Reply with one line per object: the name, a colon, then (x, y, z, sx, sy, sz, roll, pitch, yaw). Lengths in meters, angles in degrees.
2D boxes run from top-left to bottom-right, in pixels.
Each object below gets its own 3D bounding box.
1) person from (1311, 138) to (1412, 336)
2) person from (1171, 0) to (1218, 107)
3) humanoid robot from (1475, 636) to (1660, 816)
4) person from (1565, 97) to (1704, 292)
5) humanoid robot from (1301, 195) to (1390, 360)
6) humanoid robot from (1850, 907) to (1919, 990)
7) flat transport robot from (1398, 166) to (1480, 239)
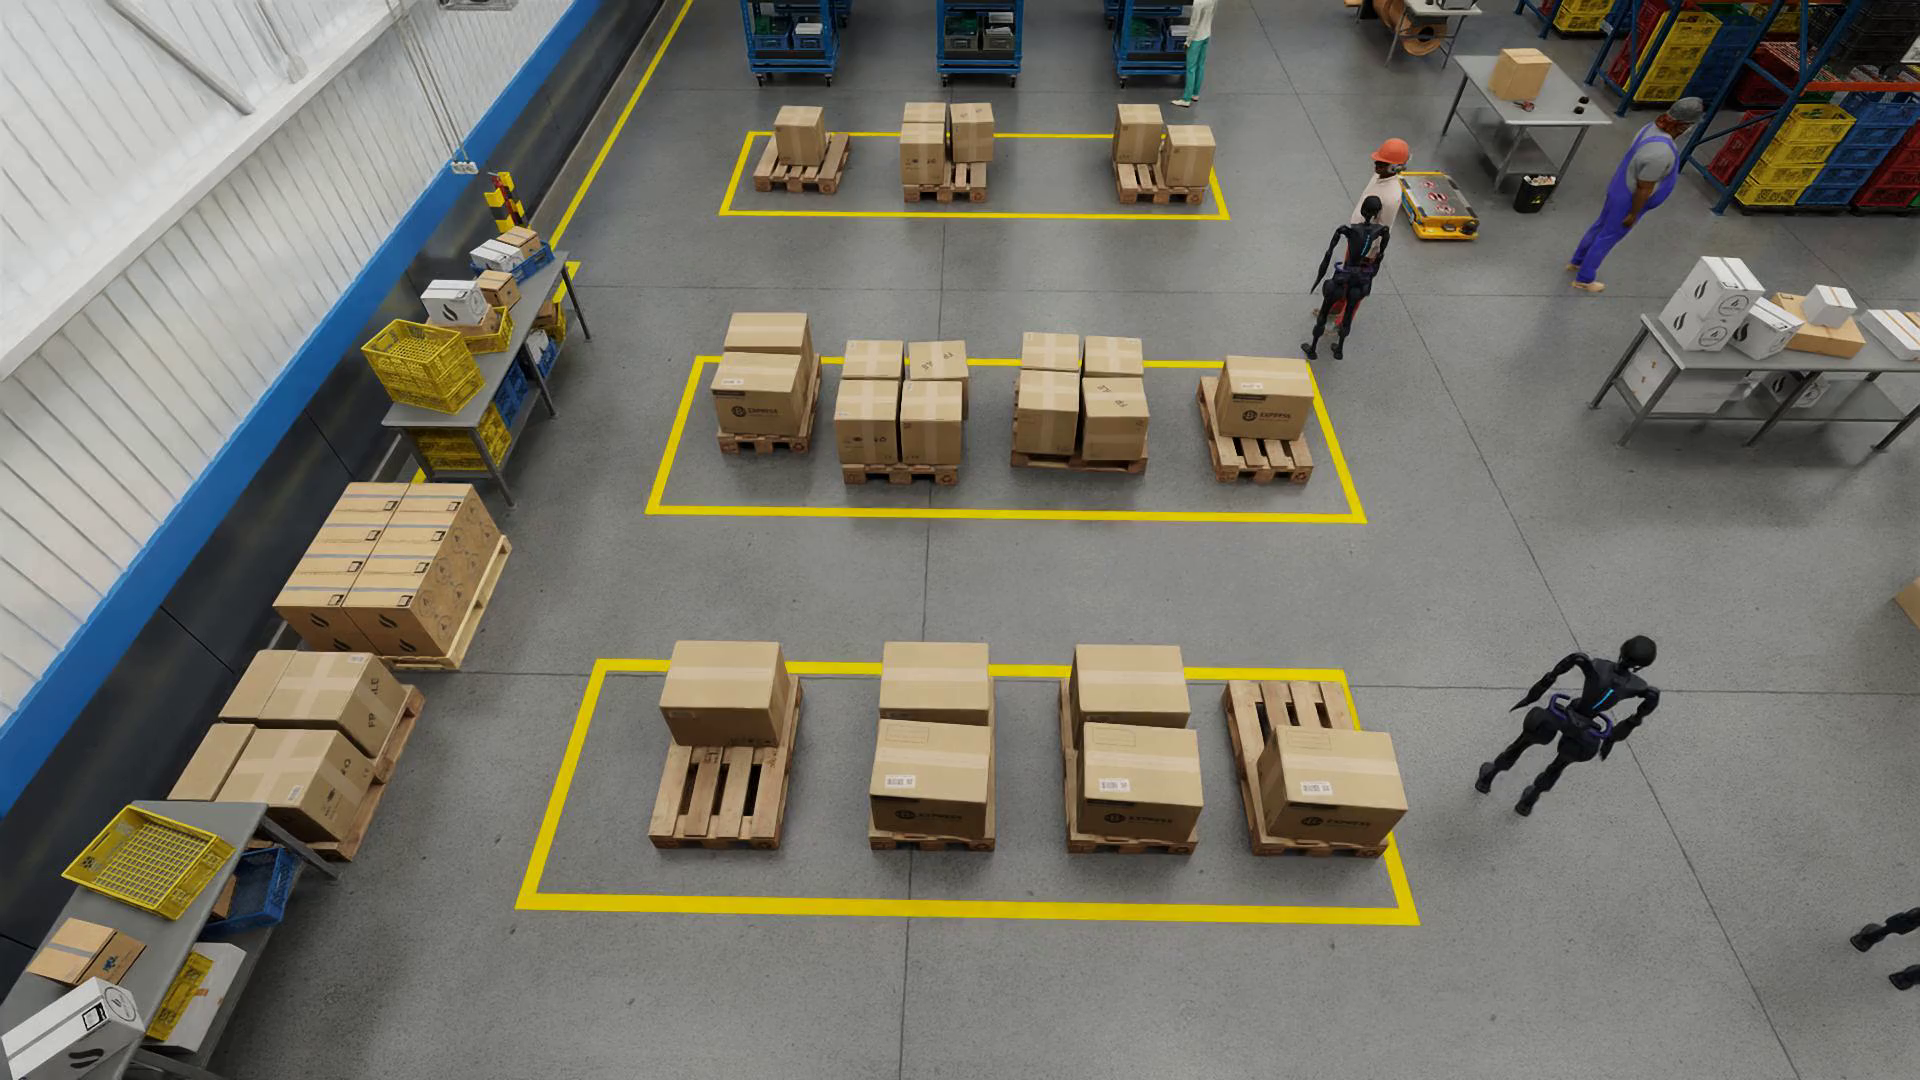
person: (3.919, -2.918, 8.917, 0.376, 1.995, 0.609, 2, 49, 2)
person: (3.229, -6.839, 12.460, 0.299, 1.772, 0.524, 34, 57, 26)
humanoid robot: (3.735, 1.133, 5.620, 0.574, 1.648, 0.338, 30, 56, 24)
person: (6.949, -3.536, 9.423, 0.536, 2.000, 0.679, 13, 50, 11)
humanoid robot: (3.692, -2.481, 8.748, 0.570, 1.651, 0.326, 1, 49, 1)
humanoid robot: (5.606, 1.955, 4.909, 0.335, 1.651, 0.570, -22, 53, -18)
flat transport robot: (5.692, -4.094, 11.059, 0.652, 0.197, 1.431, 1, 49, 1)
